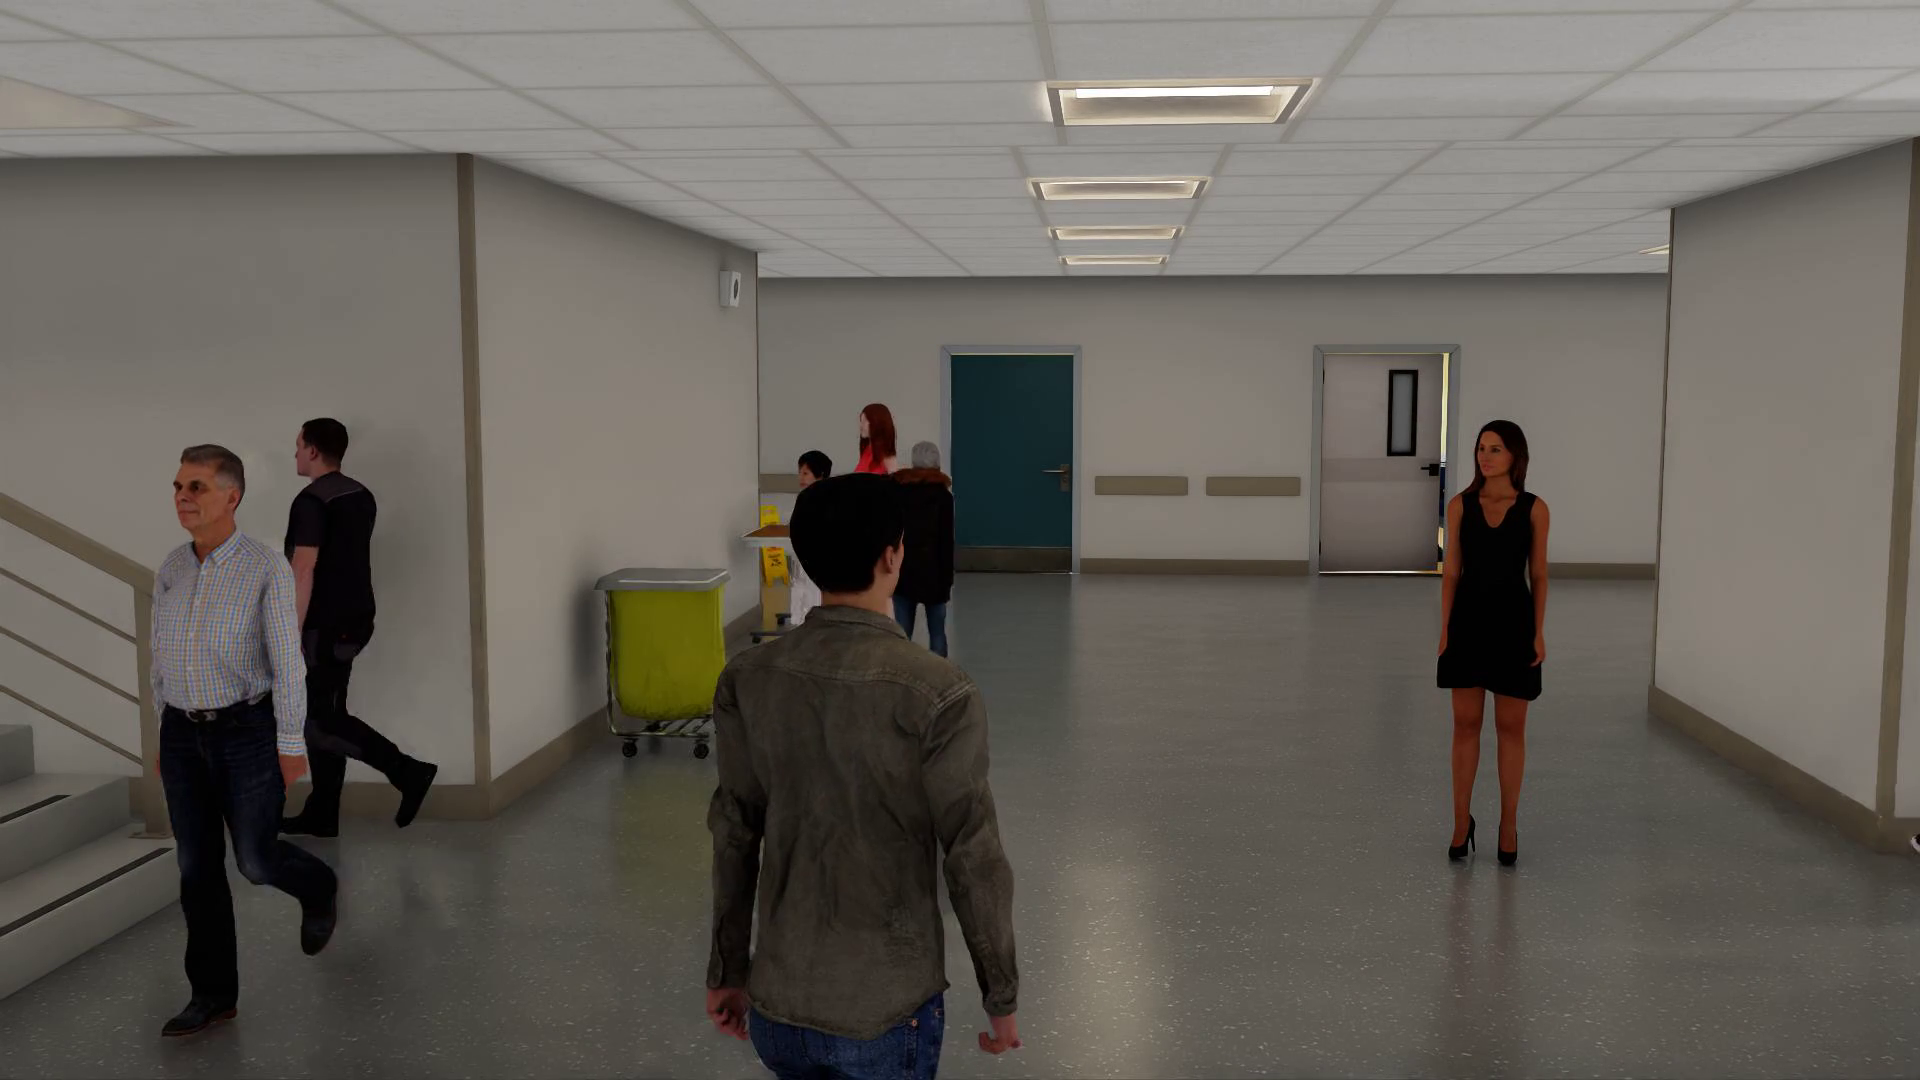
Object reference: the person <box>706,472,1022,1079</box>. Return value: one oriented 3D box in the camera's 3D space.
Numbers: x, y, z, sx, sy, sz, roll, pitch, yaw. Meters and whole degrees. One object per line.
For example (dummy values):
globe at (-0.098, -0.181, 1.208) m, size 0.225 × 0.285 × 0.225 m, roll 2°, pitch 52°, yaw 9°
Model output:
person at (-0.245, 0.826, 2.854) m, size 1.218 × 1.840 × 1.083 m, roll 3°, pitch 7°, yaw 30°

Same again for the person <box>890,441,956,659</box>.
person at (-0.270, 0.243, 9.855) m, size 1.016 × 1.600 × 0.746 m, roll 1°, pitch 6°, yaw 13°

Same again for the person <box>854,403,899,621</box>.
person at (-0.545, -0.007, 11.203) m, size 0.698 × 1.826 × 0.681 m, roll -3°, pitch 7°, yaw -31°

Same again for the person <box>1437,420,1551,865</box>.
person at (2.204, 0.424, 6.873) m, size 0.563 × 1.835 × 0.703 m, roll 2°, pitch 6°, yaw 23°

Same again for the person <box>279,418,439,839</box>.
person at (-2.626, 0.401, 7.164) m, size 1.005 × 1.823 × 0.779 m, roll 0°, pitch 6°, yaw 1°

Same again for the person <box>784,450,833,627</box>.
person at (-0.901, 0.208, 10.440) m, size 0.621 × 1.552 × 0.703 m, roll 5°, pitch 8°, yaw 41°

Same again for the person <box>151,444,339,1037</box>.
person at (-2.270, 0.603, 5.252) m, size 0.953 × 1.804 × 0.797 m, roll 1°, pitch 6°, yaw 13°
